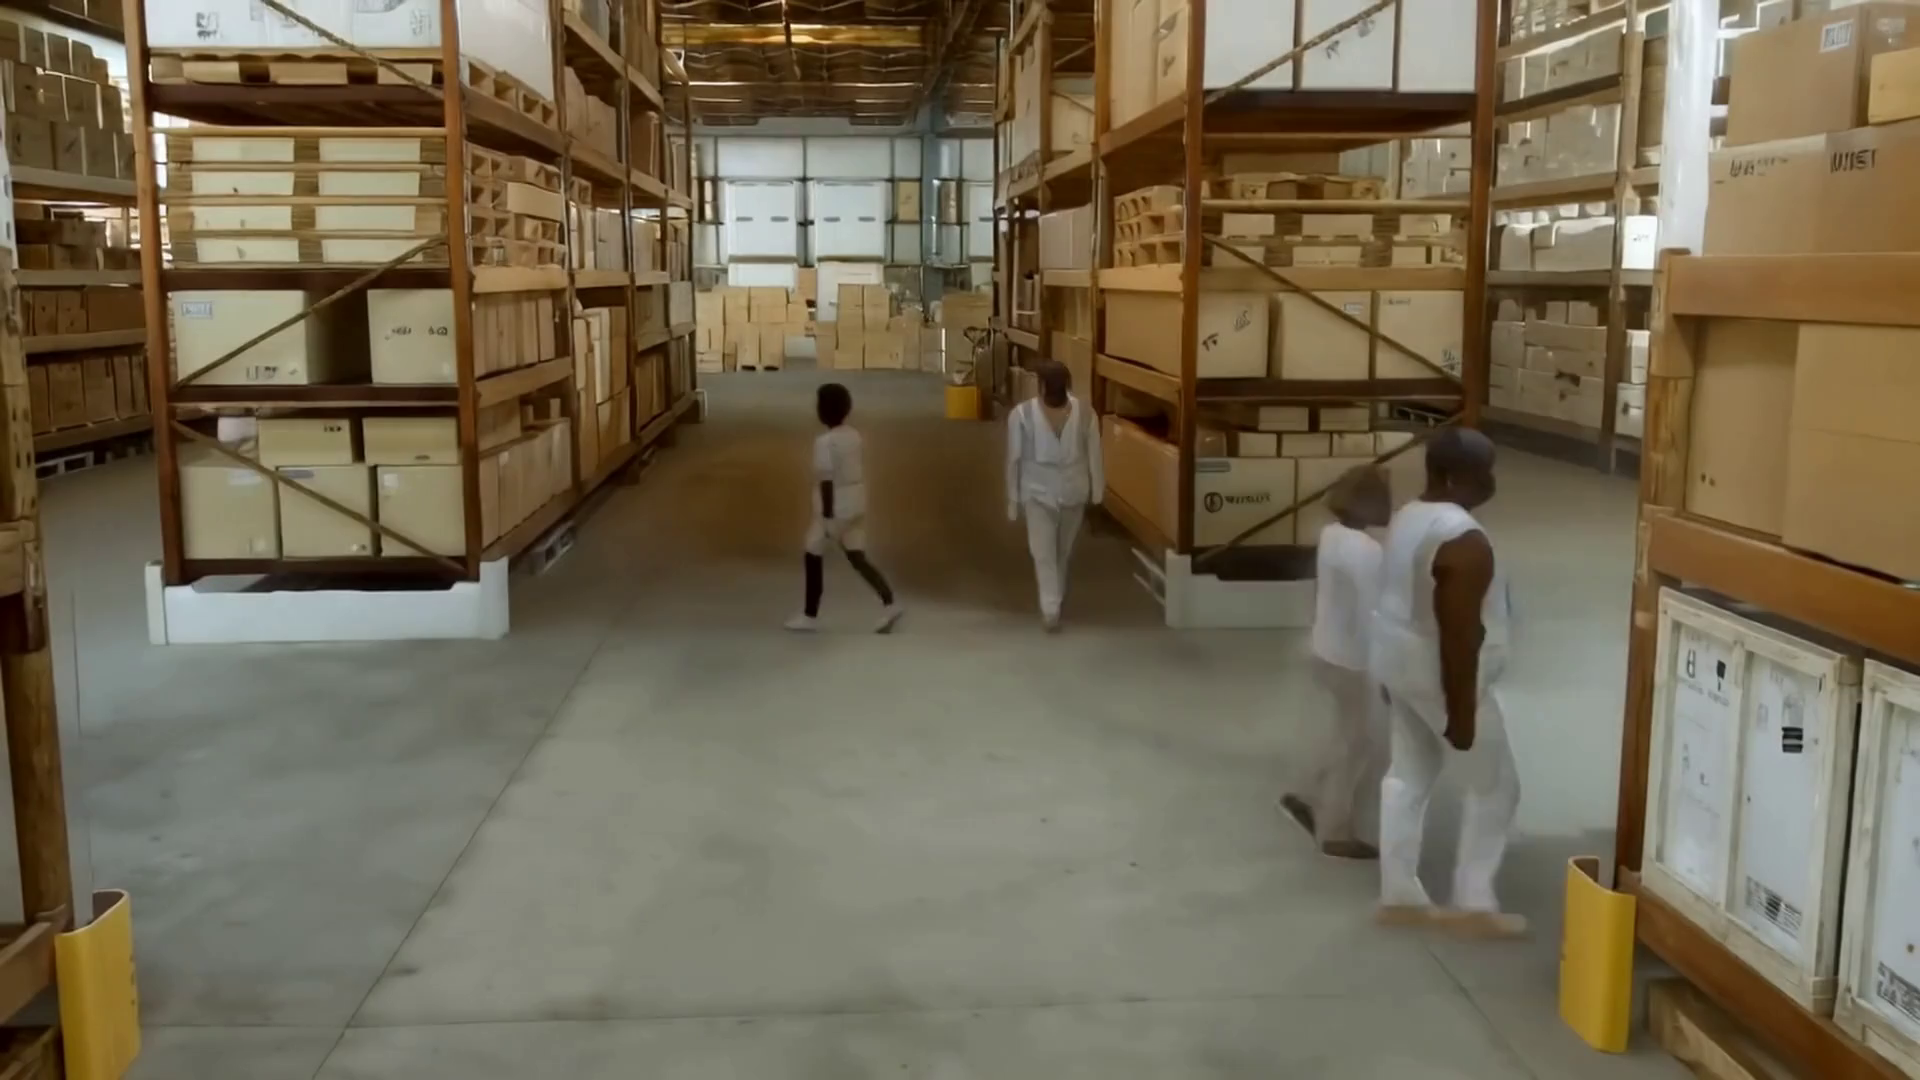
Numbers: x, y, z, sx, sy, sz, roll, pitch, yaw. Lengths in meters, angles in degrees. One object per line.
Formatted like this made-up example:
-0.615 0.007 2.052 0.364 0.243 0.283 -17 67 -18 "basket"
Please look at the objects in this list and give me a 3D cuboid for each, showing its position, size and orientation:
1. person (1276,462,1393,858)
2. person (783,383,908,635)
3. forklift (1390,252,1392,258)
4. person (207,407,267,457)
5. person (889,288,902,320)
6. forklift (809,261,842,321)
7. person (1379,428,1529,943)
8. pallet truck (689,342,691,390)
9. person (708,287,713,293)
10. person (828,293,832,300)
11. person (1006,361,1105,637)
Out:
1.566 0.494 6.684 0.352 1.625 0.514 -1 9 -5 "person"
-0.749 -0.195 10.829 0.829 1.665 0.532 4 10 23 "person"
8.581 -4.339 33.076 1.129 2.768 1.873 2 9 11 "forklift"
-6.947 -1.011 15.961 0.520 1.676 0.778 0 9 -3 "person"
-2.300 -7.828 57.976 0.634 1.929 0.381 3 10 21 "person"
-4.323 -7.854 55.147 1.873 2.768 1.129 6 11 35 "forklift"
1.803 0.515 5.884 0.633 1.825 0.654 -1 9 -7 "person"
-5.225 -3.008 27.480 1.885 1.965 0.823 2 9 14 "pallet truck"
-9.406 -8.671 63.321 0.786 1.894 0.619 1 9 6 "person"
-5.263 -9.107 66.832 0.890 1.643 0.550 1 9 4 "person"
0.644 -0.287 11.052 0.644 1.792 0.949 -1 9 -8 "person"
